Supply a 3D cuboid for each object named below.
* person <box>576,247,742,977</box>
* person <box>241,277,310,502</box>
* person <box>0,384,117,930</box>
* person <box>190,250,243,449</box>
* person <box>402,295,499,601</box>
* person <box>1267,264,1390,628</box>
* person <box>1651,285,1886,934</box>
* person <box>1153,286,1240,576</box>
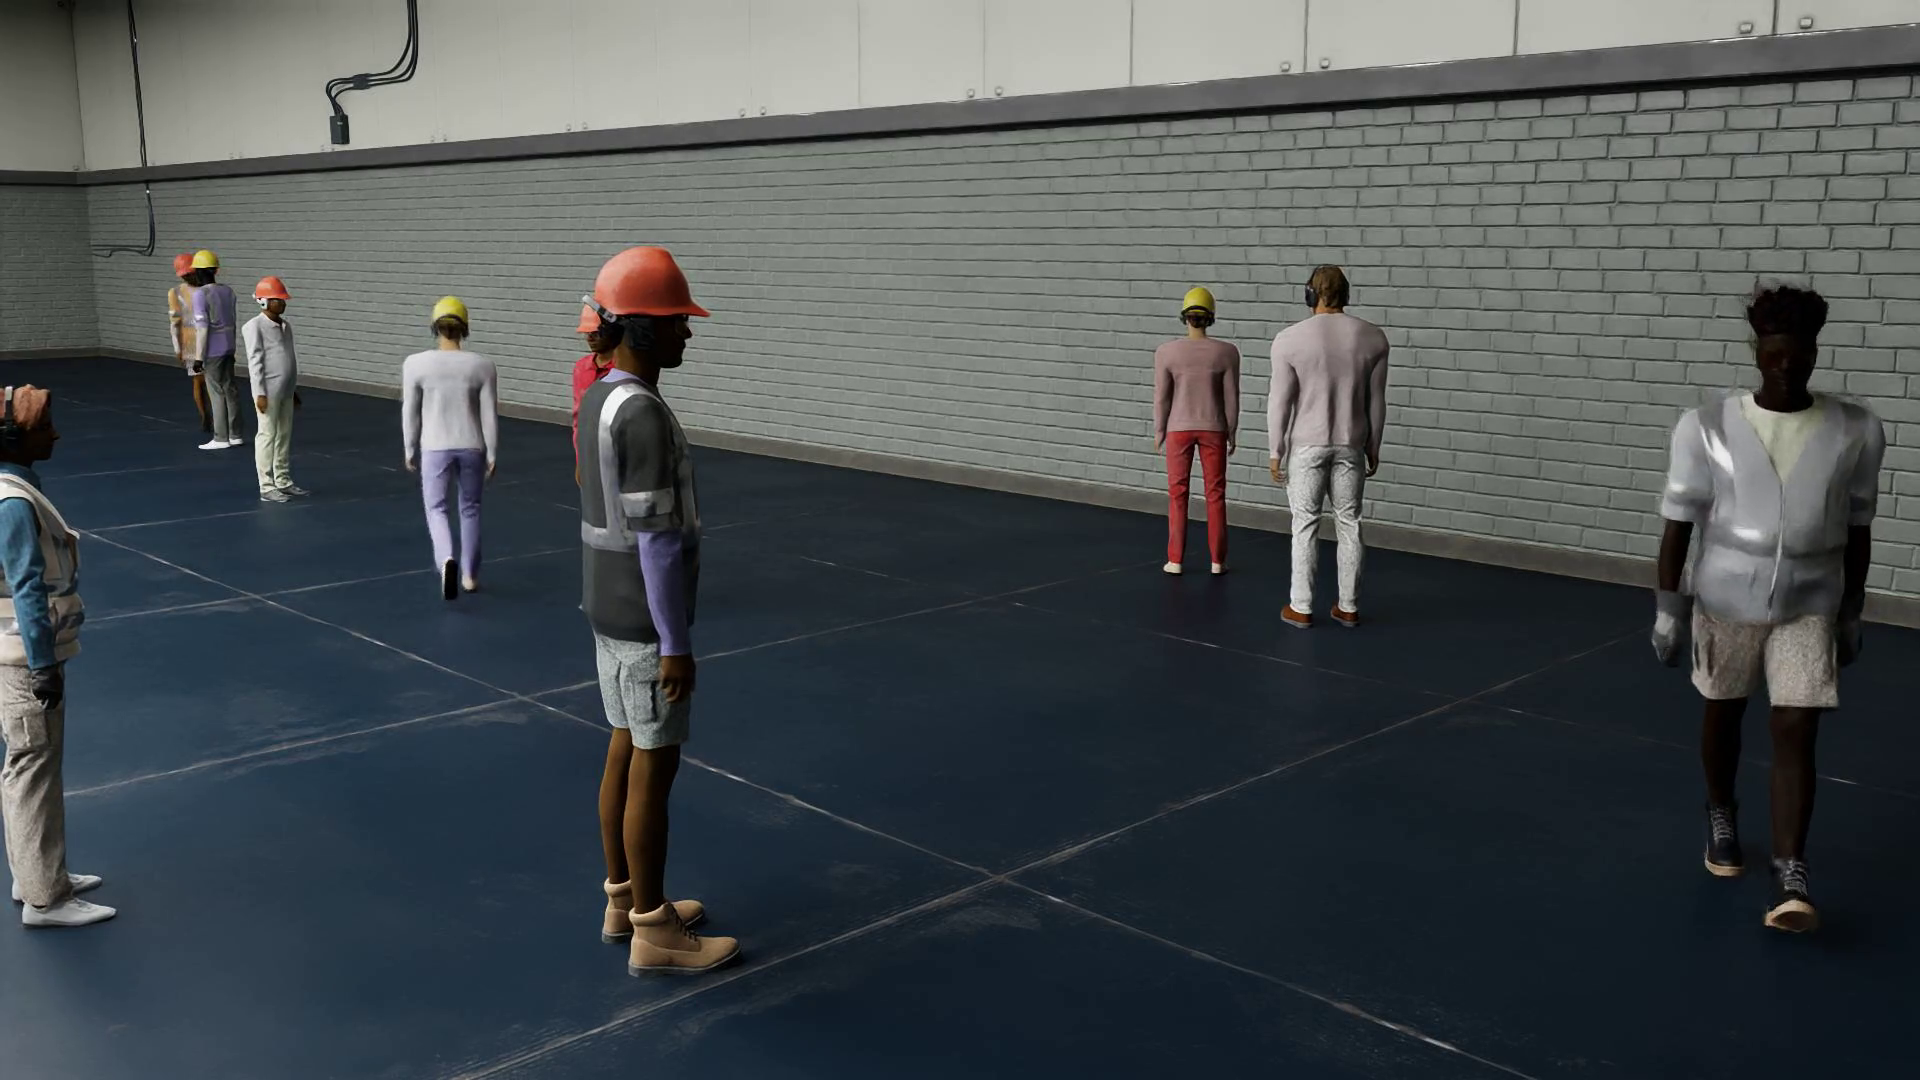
[{"bbox_3d":[-0.872,0.207,4.707,0.371,2.044,0.607,-5,11,-25],"label":"person"},{"bbox_3d":[-5.371,-1.185,13.086,0.328,1.753,0.560,2,11,8],"label":"person"},{"bbox_3d":[-2.800,0.351,5.024,0.306,1.639,0.524,-7,12,-33],"label":"person"},{"bbox_3d":[-7.269,-1.841,16.198,0.381,1.926,0.600,2,11,10],"label":"person"},{"bbox_3d":[-2.876,-0.515,9.462,0.526,1.740,0.675,-4,11,-23],"label":"person"},{"bbox_3d":[1.930,-0.482,8.792,0.631,1.930,0.372,-1,10,-4],"label":"person"},{"bbox_3d":[2.446,0.203,5.065,0.617,1.909,1.022,4,11,20],"label":"person"},{"bbox_3d":[1.437,-0.653,10.153,0.525,1.769,0.328,1,10,5],"label":"person"}]
